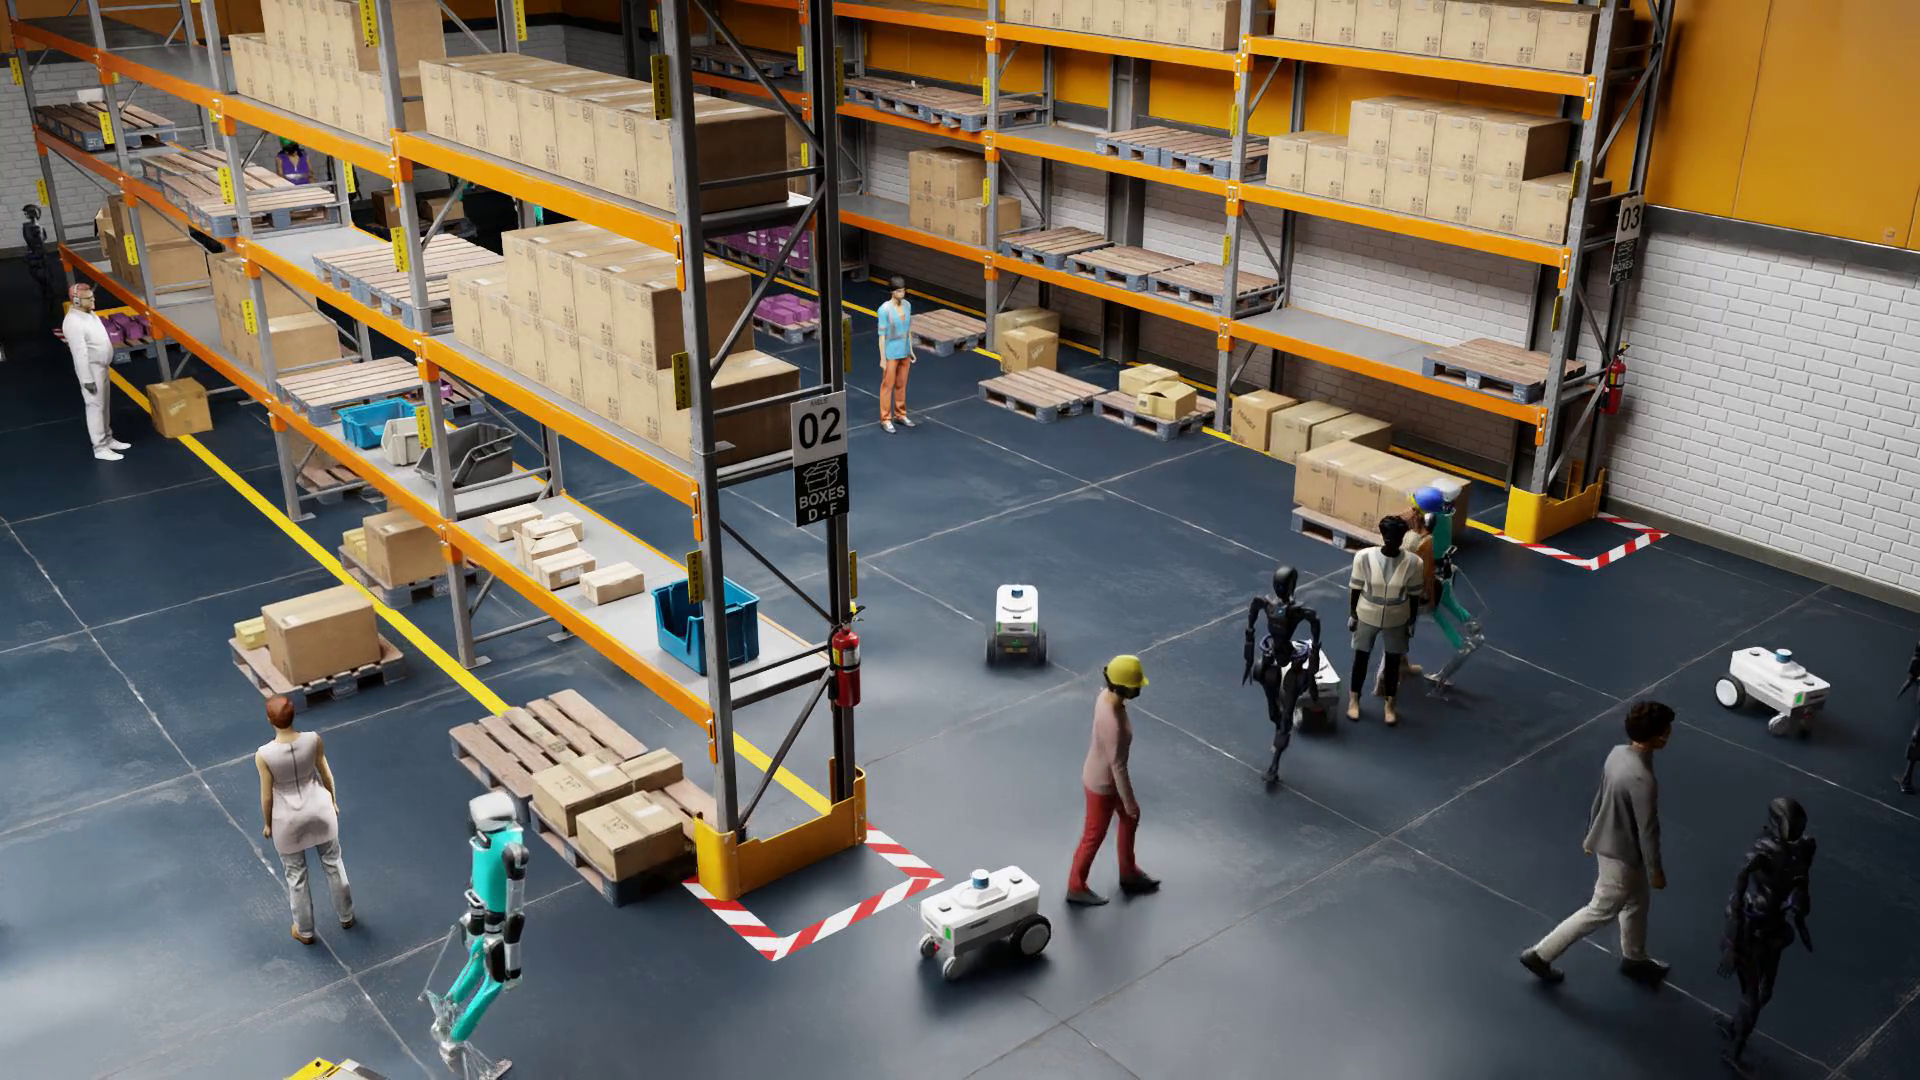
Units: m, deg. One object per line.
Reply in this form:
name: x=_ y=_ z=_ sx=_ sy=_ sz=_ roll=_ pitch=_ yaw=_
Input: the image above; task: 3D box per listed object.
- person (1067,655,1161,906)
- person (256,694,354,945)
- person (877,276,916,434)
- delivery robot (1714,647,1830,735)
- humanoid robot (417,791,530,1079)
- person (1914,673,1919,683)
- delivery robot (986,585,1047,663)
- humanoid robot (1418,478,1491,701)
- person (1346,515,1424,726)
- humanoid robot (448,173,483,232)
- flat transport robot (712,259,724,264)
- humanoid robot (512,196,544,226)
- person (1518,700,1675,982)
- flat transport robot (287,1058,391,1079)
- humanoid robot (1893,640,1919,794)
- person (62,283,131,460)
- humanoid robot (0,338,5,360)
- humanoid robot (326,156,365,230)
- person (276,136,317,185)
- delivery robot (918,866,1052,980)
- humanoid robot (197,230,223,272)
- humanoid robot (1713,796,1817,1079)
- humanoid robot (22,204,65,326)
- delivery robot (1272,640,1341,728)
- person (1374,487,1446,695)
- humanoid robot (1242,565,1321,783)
person: x=1.013 y=1.497 z=10.316 sx=0.714 sy=1.743 sz=0.551 roll=1 pitch=23 yaw=3
person: x=-3.966 y=1.668 z=10.025 sx=0.439 sy=1.659 sz=0.286 roll=-17 pitch=29 yaw=-34
person: x=-0.707 y=-2.079 z=18.570 sx=0.306 sy=1.763 sz=0.502 roll=21 pitch=31 yaw=40
delivery robot: x=6.217 y=1.110 z=12.702 sx=0.524 sy=0.587 sz=0.748 roll=-9 pitch=25 yaw=-20
humanoid robot: x=-2.608 y=2.244 z=8.691 sx=0.803 sy=1.847 sz=0.538 roll=-18 pitch=29 yaw=-35
person: x=7.814 y=0.261 z=12.955 sx=0.549 sy=1.924 sz=0.387 roll=14 pitch=27 yaw=29
delivery robot: x=0.470 y=0.655 z=13.748 sx=0.499 sy=0.580 sz=0.756 roll=1 pitch=23 yaw=2
humanoid robot: x=3.828 y=0.409 z=12.816 sx=0.694 sy=1.780 sz=0.533 roll=15 pitch=27 yaw=30
person: x=3.173 y=0.589 z=12.485 sx=0.531 sy=1.694 sz=0.319 roll=5 pitch=24 yaw=12
humanoid robot: x=-8.348 y=-5.924 z=27.552 sx=1.023 sy=1.751 sz=0.563 roll=16 pitch=28 yaw=33
flat transport robot: x=-3.668 y=-2.834 z=22.207 sx=1.431 sy=0.231 sz=0.659 roll=4 pitch=24 yaw=10
humanoid robot: x=-6.713 y=-5.274 z=26.057 sx=0.533 sy=1.770 sz=0.947 roll=-10 pitch=25 yaw=-21
person: x=3.764 y=1.755 z=9.573 sx=0.884 sy=1.858 sz=0.512 roll=2 pitch=23 yaw=6
flat transport robot: x=-3.064 y=3.082 z=8.505 sx=1.431 sy=0.231 sz=0.659 roll=13 pitch=27 yaw=28
humanoid robot: x=6.876 y=1.008 z=11.538 sx=0.611 sy=1.647 sz=0.360 roll=7 pitch=24 yaw=17
person: x=-9.224 y=-1.808 z=17.767 sx=0.404 sy=1.906 sz=0.645 roll=-5 pitch=24 yaw=-11
humanoid robot: x=-12.225 y=-2.973 z=20.722 sx=0.562 sy=1.777 sz=0.981 roll=-7 pitch=24 yaw=-16
humanoid robot: x=-10.111 y=-5.773 z=27.305 sx=0.610 sy=1.623 sz=0.820 roll=8 pitch=25 yaw=18
person: x=-10.463 y=-5.528 z=26.388 sx=0.572 sy=1.904 sz=0.441 roll=-11 pitch=26 yaw=-25
delivery robot: x=0.142 y=2.269 z=10.049 sx=0.812 sy=0.611 sz=0.499 roll=-15 pitch=27 yaw=-30
humanoid robot: x=-10.888 y=-4.435 z=24.205 sx=0.812 sy=1.617 sz=0.607 roll=3 pitch=24 yaw=6
humanoid robot: x=4.370 y=2.124 z=8.960 sx=0.595 sy=1.660 sz=0.435 roll=-10 pitch=25 yaw=-22
humanoid robot: x=-12.433 y=-3.737 z=22.541 sx=0.525 sy=1.632 sz=0.616 roll=-20 pitch=31 yaw=-39
delivery robot: x=2.669 y=1.066 z=12.835 sx=0.499 sy=0.611 sz=0.804 roll=-2 pitch=23 yaw=-4
person: x=3.531 y=0.376 z=12.913 sx=0.653 sy=1.736 sz=0.507 roll=-8 pitch=25 yaw=-19
humanoid robot: x=2.300 y=0.899 z=11.845 sx=0.584 sy=1.622 sz=0.821 roll=12 pitch=26 yaw=25
